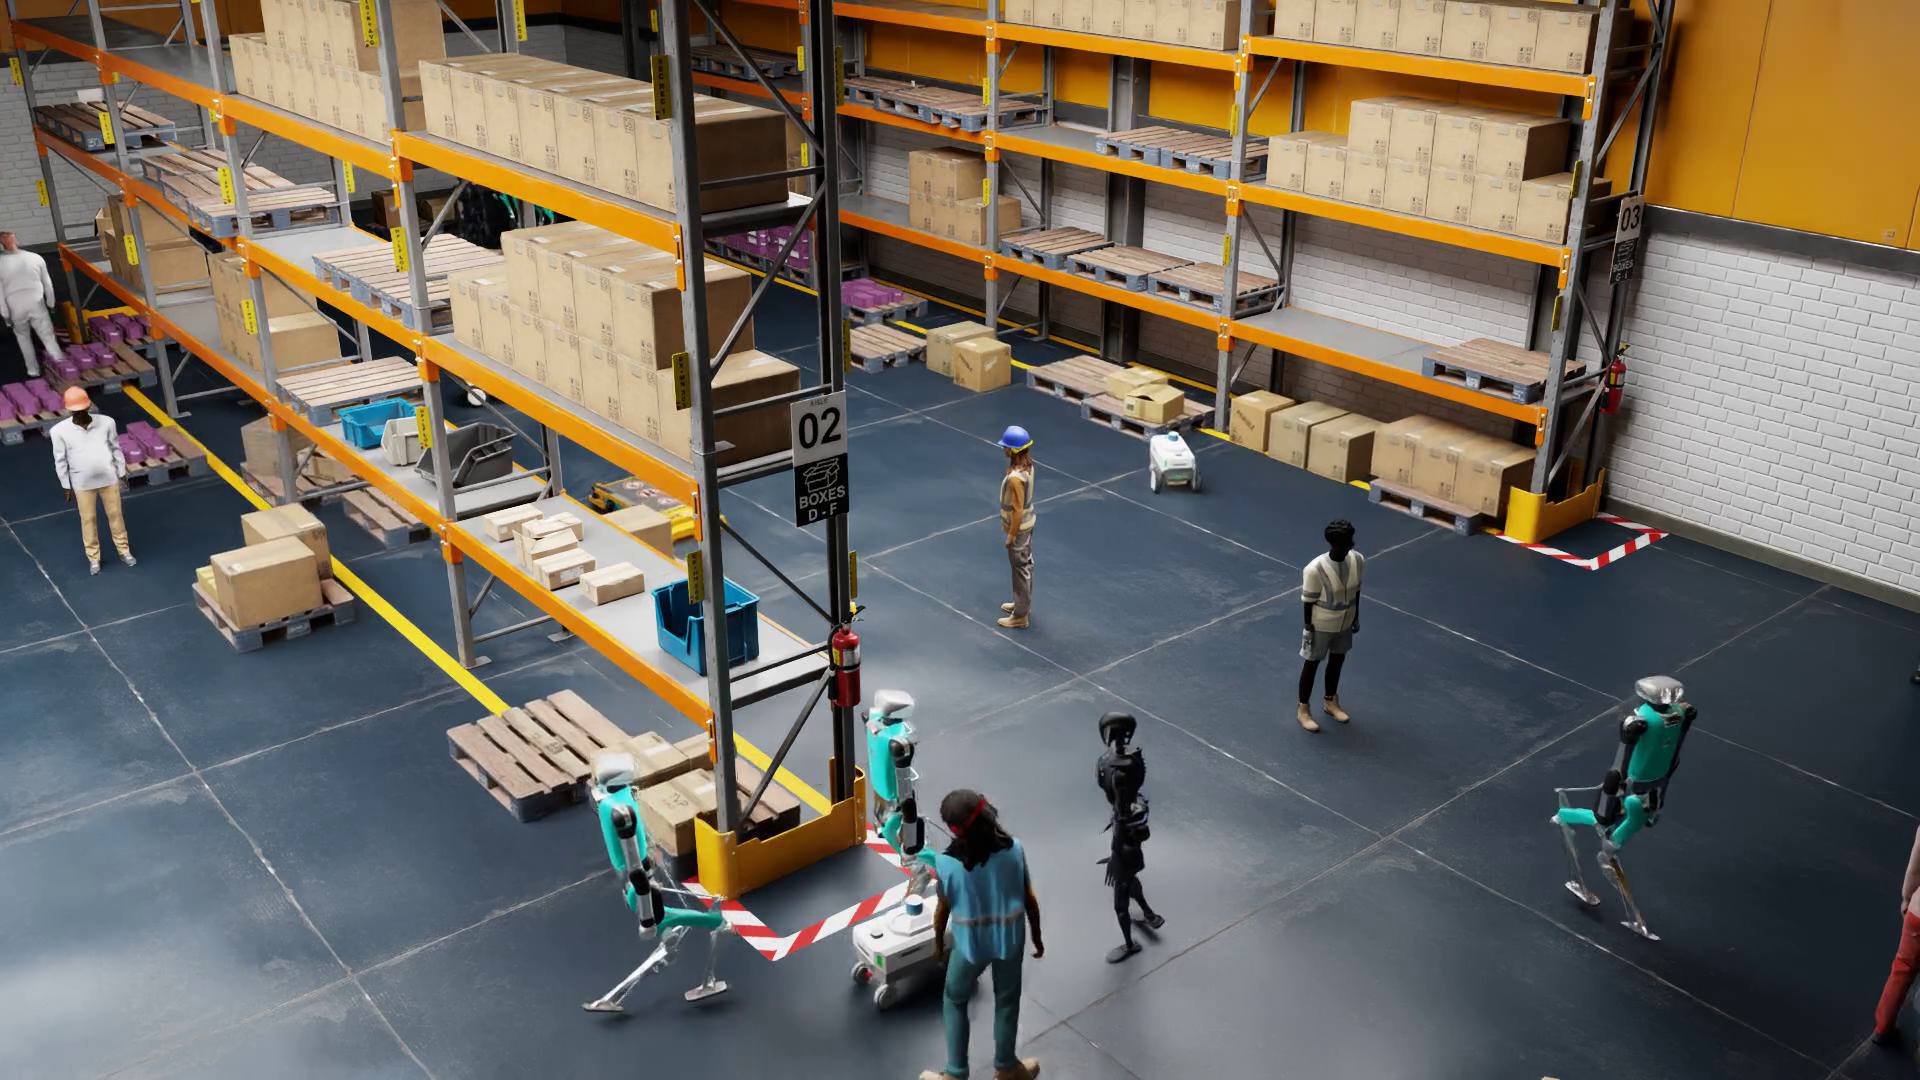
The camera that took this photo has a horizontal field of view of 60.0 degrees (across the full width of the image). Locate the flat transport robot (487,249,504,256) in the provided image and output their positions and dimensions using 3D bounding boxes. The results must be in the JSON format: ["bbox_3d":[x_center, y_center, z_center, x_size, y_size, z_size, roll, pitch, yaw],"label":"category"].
[{"bbox_3d":[-6.606,-3.045,22.695,1.431,0.231,0.659,4,24,10],"label":"flat transport robot"}]

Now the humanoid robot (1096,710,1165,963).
[{"bbox_3d":[1.030,1.731,9.867,0.454,1.647,0.598,2,23,5],"label":"humanoid robot"}]

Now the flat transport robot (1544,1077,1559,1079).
[{"bbox_3d":[3.119,3.323,7.948,1.431,0.231,0.659,8,25,17],"label":"flat transport robot"}]

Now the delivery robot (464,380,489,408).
[{"bbox_3d":[-5.511,-1.882,19.656,0.778,0.607,0.510,-5,24,-12],"label":"delivery robot"}]

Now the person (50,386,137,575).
[{"bbox_3d":[-7.835,-0.557,15.059,0.574,1.749,0.334,-17,29,-35],"label":"person"}]

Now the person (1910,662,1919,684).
[{"bbox_3d":[7.813,0.268,12.941,0.546,1.926,0.388,13,27,27],"label":"person"}]

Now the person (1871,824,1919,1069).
[{"bbox_3d":[5.355,2.055,9.010,0.347,1.757,0.519,-16,28,-32],"label":"person"}]

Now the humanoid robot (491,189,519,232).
[{"bbox_3d":[-7.249,-5.646,26.890,0.568,1.778,0.910,-18,29,-35],"label":"humanoid robot"}]

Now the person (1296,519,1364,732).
[{"bbox_3d":[2.764,0.620,12.415,0.535,1.691,0.319,-12,26,-25],"label":"person"}]

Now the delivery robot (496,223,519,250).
[{"bbox_3d":[-6.878,-4.641,26.050,0.524,0.611,0.782,11,25,23],"label":"delivery robot"}]

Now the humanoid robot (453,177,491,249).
[{"bbox_3d":[-7.315,-4.766,24.949,0.609,1.638,0.634,8,25,18],"label":"humanoid robot"}]

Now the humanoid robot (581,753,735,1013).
[{"bbox_3d":[-1.639,1.951,9.331,1.044,1.754,0.544,-10,25,-21],"label":"humanoid robot"}]

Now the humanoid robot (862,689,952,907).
[{"bbox_3d":[-0.222,1.682,9.911,0.673,1.816,0.539,-11,26,-23],"label":"humanoid robot"}]

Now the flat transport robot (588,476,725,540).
[{"bbox_3d":[-3.014,-0.346,16.446,0.659,0.231,1.431,-21,31,-39],"label":"flat transport robot"}]

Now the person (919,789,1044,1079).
[{"bbox_3d":[0.138,2.139,8.714,0.678,1.846,0.377,-1,23,-2],"label":"person"}]

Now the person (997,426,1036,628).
[{"bbox_3d":[0.472,-0.114,14.003,0.316,1.778,0.469,5,24,11],"label":"person"}]

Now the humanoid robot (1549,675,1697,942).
[{"bbox_3d":[3.982,1.568,10.185,0.536,1.783,0.860,-11,26,-24],"label":"humanoid robot"}]

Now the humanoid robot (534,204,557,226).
[{"bbox_3d":[-6.695,-5.492,26.481,0.531,1.770,0.684,12,26,25],"label":"humanoid robot"}]

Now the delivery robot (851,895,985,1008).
[{"bbox_3d":[-0.260,2.363,9.802,0.788,0.587,0.499,-15,27,-30],"label":"delivery robot"}]

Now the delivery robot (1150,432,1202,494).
[{"bbox_3d":[2.194,-0.824,17.183,0.499,0.587,0.777,-2,23,-5],"label":"delivery robot"}]

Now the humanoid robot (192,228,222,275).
[{"bbox_3d":[-10.328,-3.896,22.974,0.774,1.631,0.601,13,26,27],"label":"humanoid robot"}]

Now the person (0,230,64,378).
[{"bbox_3d":[-11.285,-2.802,20.145,0.659,1.869,0.898,-17,29,-34],"label":"person"}]
